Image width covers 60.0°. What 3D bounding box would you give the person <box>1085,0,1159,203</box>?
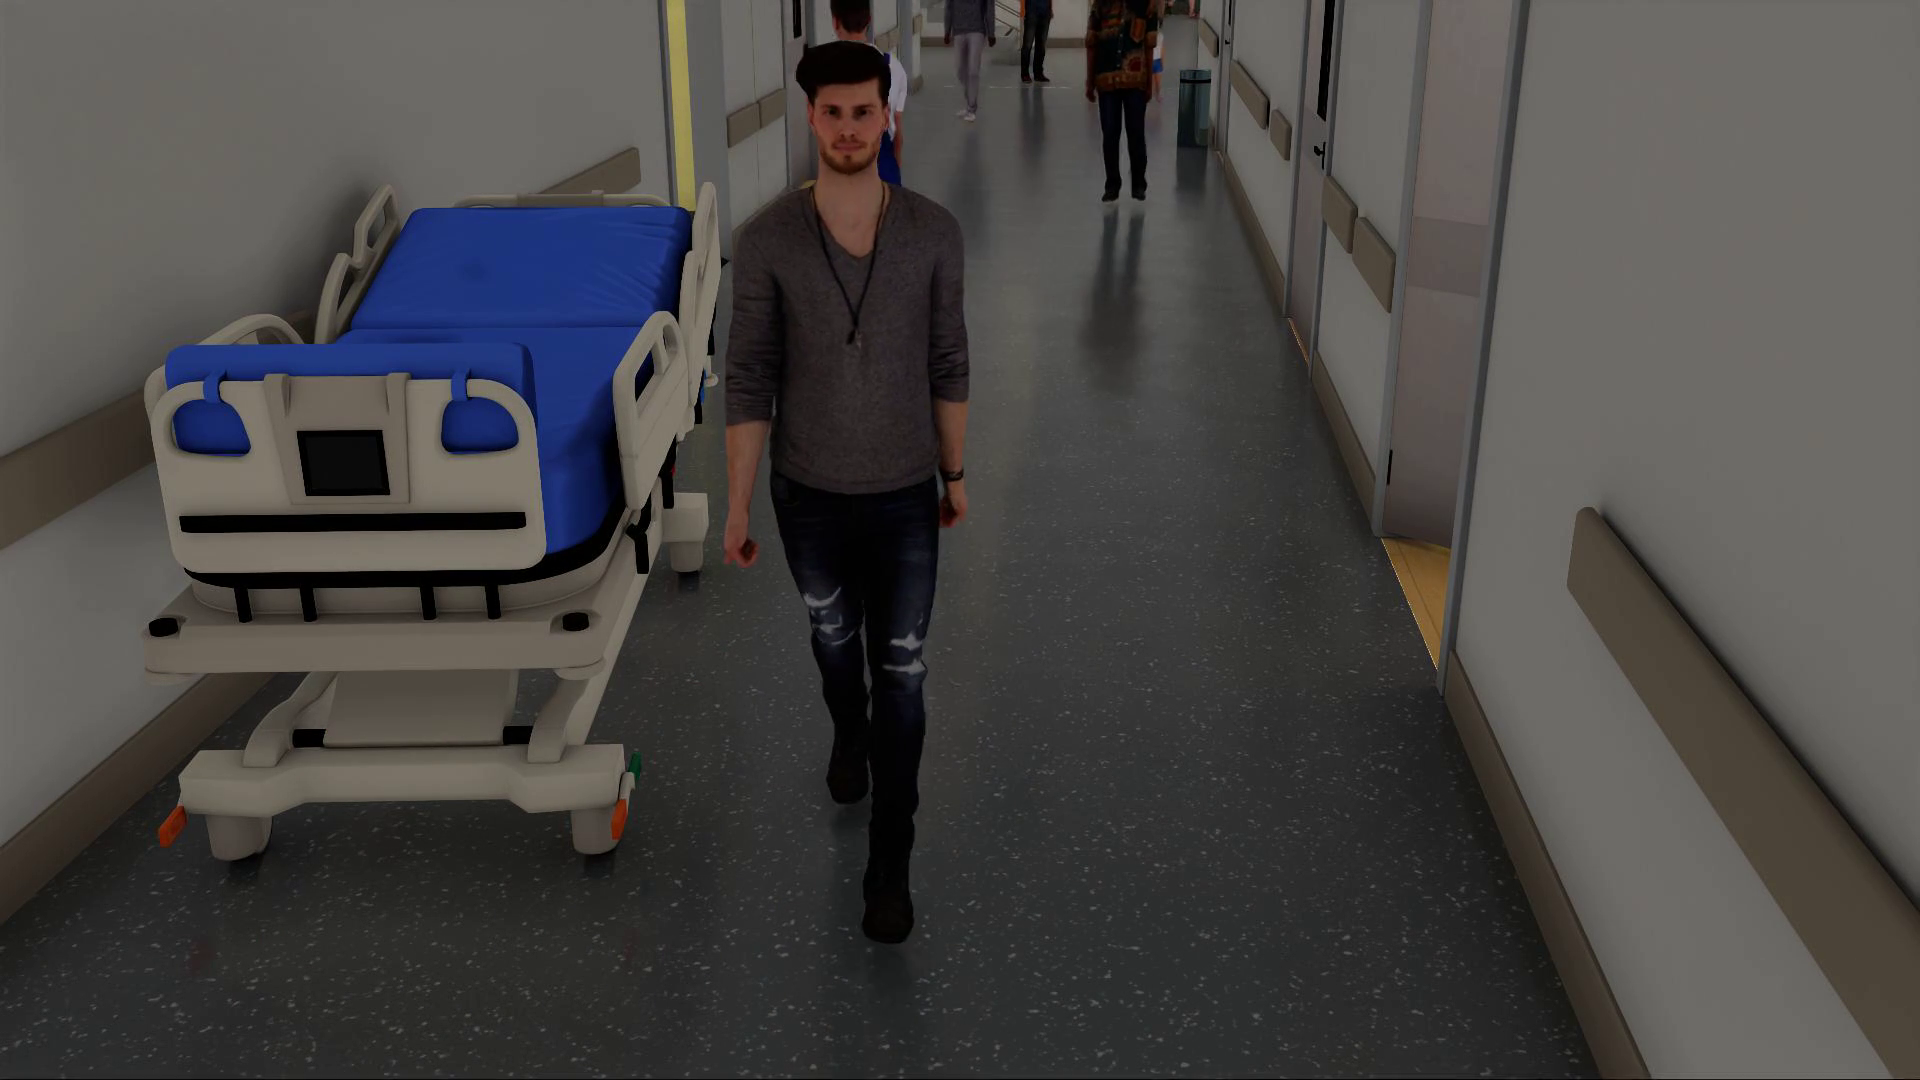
[{"bbox_3d":[1.233,-3.530,12.778,0.654,1.802,0.775,3,21,9],"label":"person"}]

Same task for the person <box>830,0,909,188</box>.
[{"bbox_3d":[-0.392,-1.557,7.594,1.195,1.825,1.055,-9,23,-23],"label":"person"}]

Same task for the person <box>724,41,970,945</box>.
[{"bbox_3d":[-0.247,-0.138,3.810,1.195,1.851,0.881,-1,21,-3],"label":"person"}]

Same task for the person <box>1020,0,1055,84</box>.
[{"bbox_3d":[1.001,-6.951,21.857,0.689,1.809,0.793,-12,24,-29],"label":"person"}]

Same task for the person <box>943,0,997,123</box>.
[{"bbox_3d":[0.116,-5.409,17.786,0.928,1.808,0.911,10,23,24],"label":"person"}]

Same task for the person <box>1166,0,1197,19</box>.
[{"bbox_3d":[4.721,-11.843,34.771,1.088,1.811,0.841,-5,21,-13],"label":"person"}]
